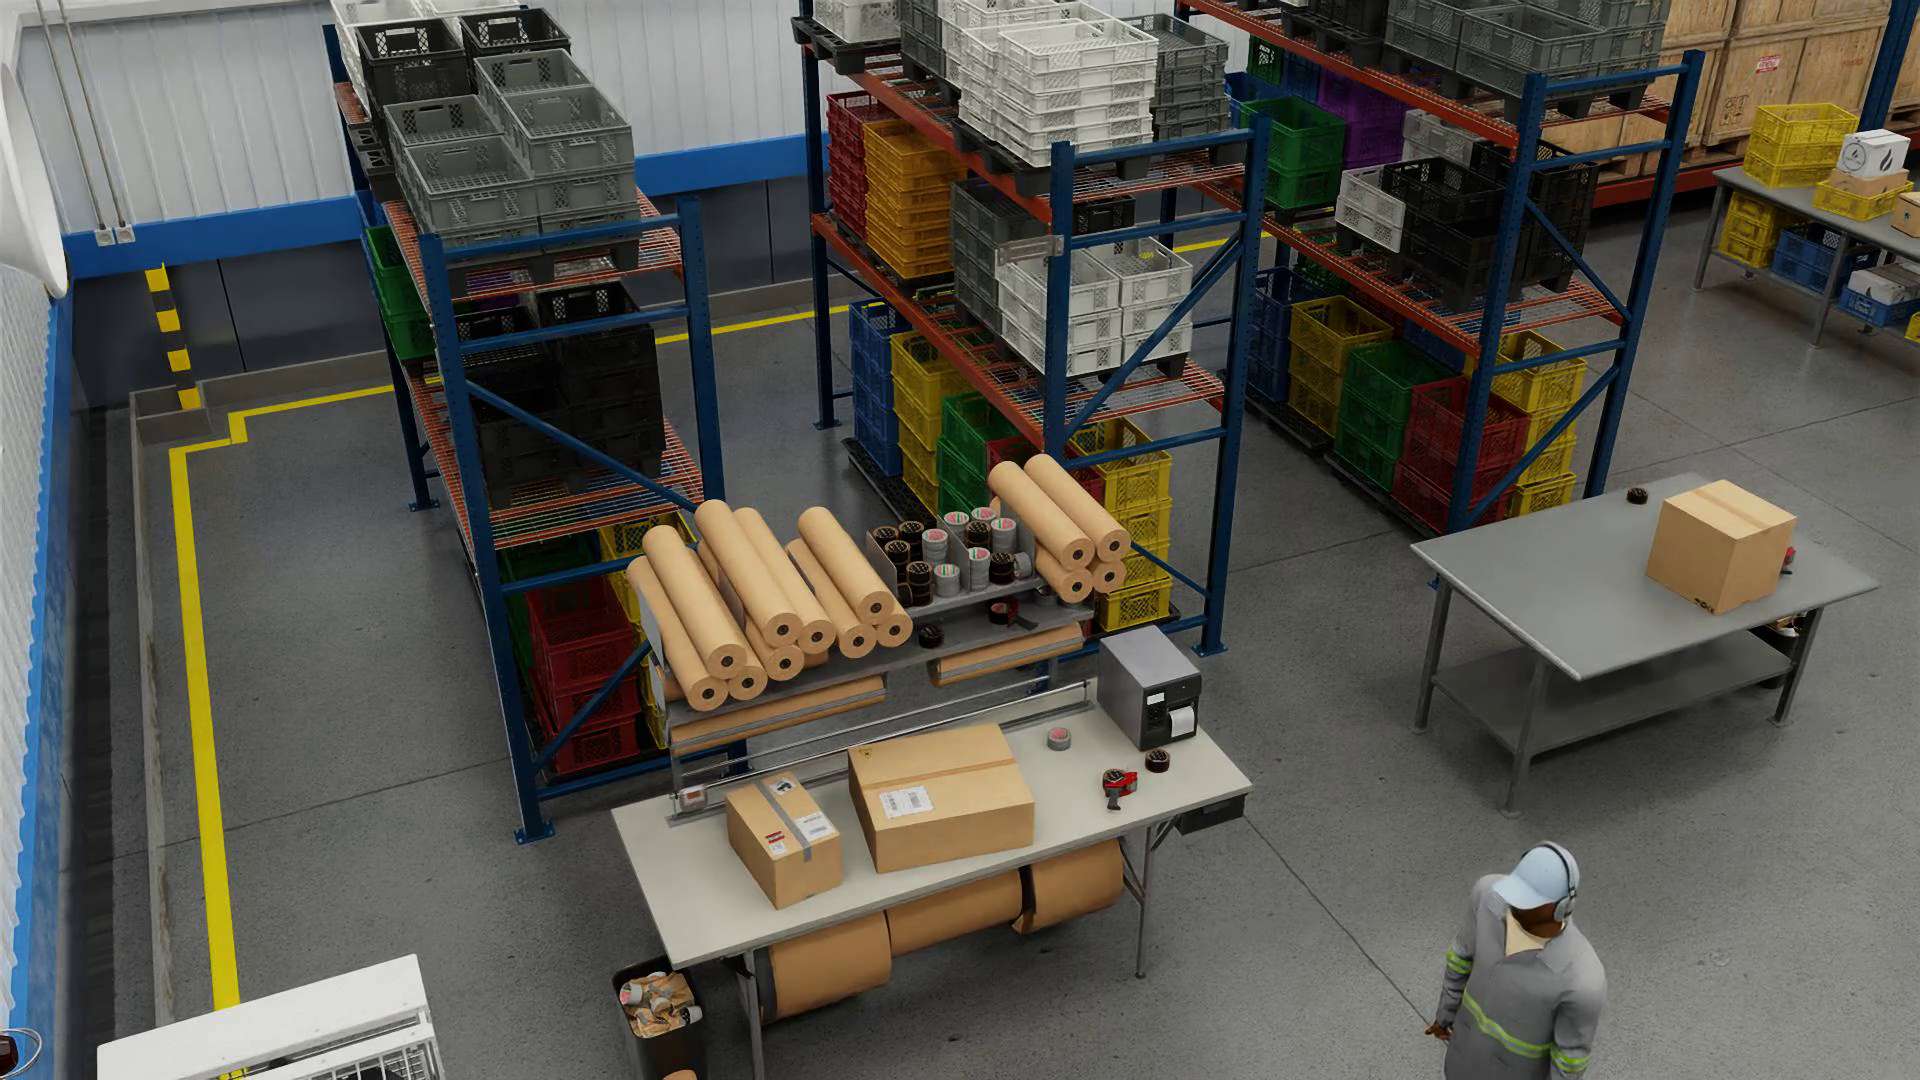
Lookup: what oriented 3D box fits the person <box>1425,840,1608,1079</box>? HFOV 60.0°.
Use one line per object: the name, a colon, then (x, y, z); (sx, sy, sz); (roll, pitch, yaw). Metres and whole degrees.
person: (1.820, 1.742, 5.631); (0.370, 1.852, 0.588); (-15, 35, -23)
